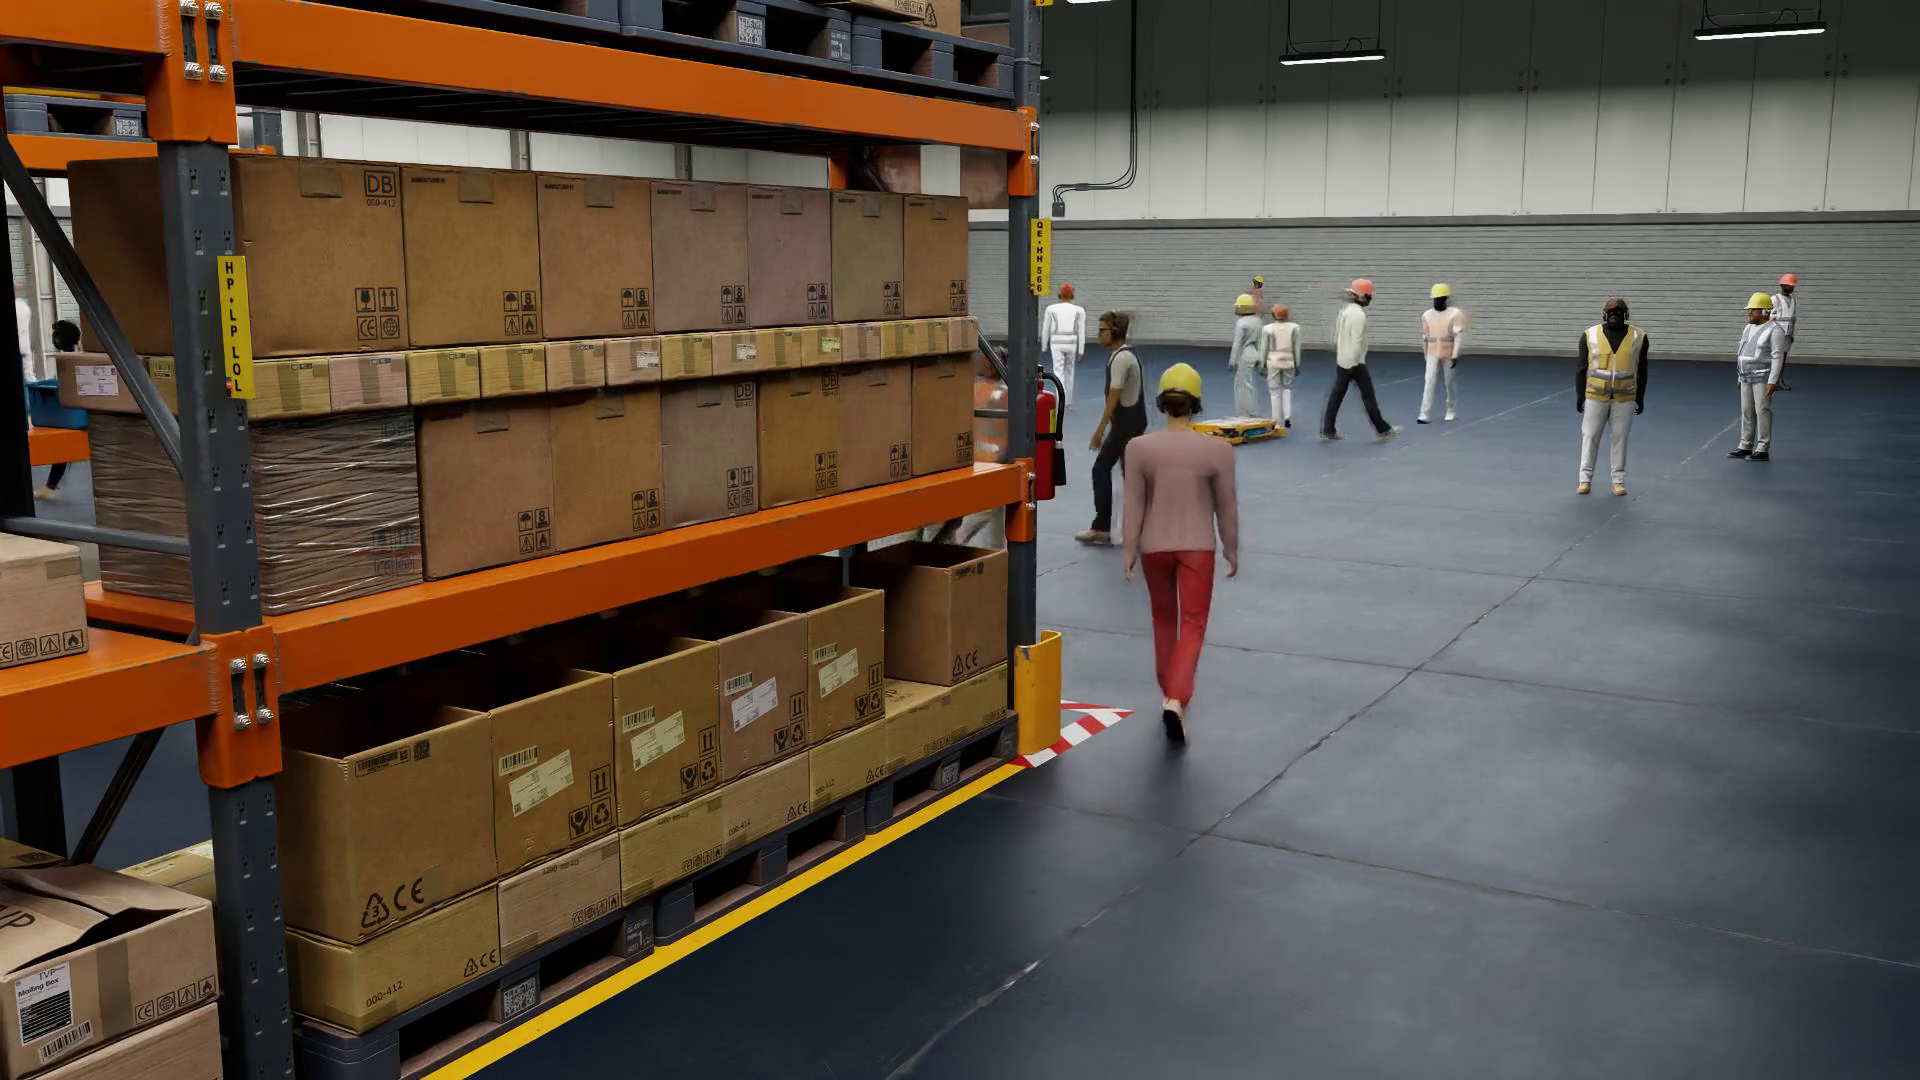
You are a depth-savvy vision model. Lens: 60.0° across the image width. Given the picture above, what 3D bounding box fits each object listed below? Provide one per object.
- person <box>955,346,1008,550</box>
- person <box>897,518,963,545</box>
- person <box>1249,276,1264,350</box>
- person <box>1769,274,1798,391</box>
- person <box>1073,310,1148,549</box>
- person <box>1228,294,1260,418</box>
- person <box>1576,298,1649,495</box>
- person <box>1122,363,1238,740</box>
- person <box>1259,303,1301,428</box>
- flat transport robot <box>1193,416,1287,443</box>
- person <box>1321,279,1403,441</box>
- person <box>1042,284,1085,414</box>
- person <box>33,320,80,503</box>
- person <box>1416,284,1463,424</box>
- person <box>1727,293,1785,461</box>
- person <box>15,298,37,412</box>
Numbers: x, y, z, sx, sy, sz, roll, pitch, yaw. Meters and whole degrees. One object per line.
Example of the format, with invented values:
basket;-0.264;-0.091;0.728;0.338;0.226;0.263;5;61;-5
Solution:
person;0.134;-0.548;11.606;0.729;1.611;0.531;-5;11;-28
person;-0.239;-0.200;9.519;0.514;1.628;0.581;6;11;32
person;7.058;-5.395;39.552;0.323;1.761;0.523;-4;10;-21
person;13.647;-3.436;27.587;0.547;1.932;0.381;-3;10;-18
person;1.151;-0.828;12.649;0.748;1.816;0.536;0;10;1
person;3.677;-2.361;21.860;0.622;1.719;0.513;7;12;35
person;6.080;-1.335;15.541;0.625;1.843;0.430;3;10;17
person;1.018;0.039;7.809;0.531;1.736;0.844;3;10;18
person;4.071;-2.203;21.207;0.525;1.624;0.374;-1;10;-7
flat transport robot;3.343;-1.342;20.173;0.652;0.197;1.431;8;12;37
person;4.844;-2.143;19.986;1.022;1.940;0.612;-2;10;-10
person;1.489;-2.724;23.687;0.585;1.848;0.966;-1;10;-5
person;-8.028;-1.162;15.073;0.560;1.646;0.878;8;13;40
person;6.450;-2.496;22.294;0.588;1.868;1.043;6;12;33
person;8.678;-1.773;18.128;0.403;1.830;0.600;-2;10;-11
person;-13.483;-2.725;23.613;0.863;1.868;0.644;3;10;16
